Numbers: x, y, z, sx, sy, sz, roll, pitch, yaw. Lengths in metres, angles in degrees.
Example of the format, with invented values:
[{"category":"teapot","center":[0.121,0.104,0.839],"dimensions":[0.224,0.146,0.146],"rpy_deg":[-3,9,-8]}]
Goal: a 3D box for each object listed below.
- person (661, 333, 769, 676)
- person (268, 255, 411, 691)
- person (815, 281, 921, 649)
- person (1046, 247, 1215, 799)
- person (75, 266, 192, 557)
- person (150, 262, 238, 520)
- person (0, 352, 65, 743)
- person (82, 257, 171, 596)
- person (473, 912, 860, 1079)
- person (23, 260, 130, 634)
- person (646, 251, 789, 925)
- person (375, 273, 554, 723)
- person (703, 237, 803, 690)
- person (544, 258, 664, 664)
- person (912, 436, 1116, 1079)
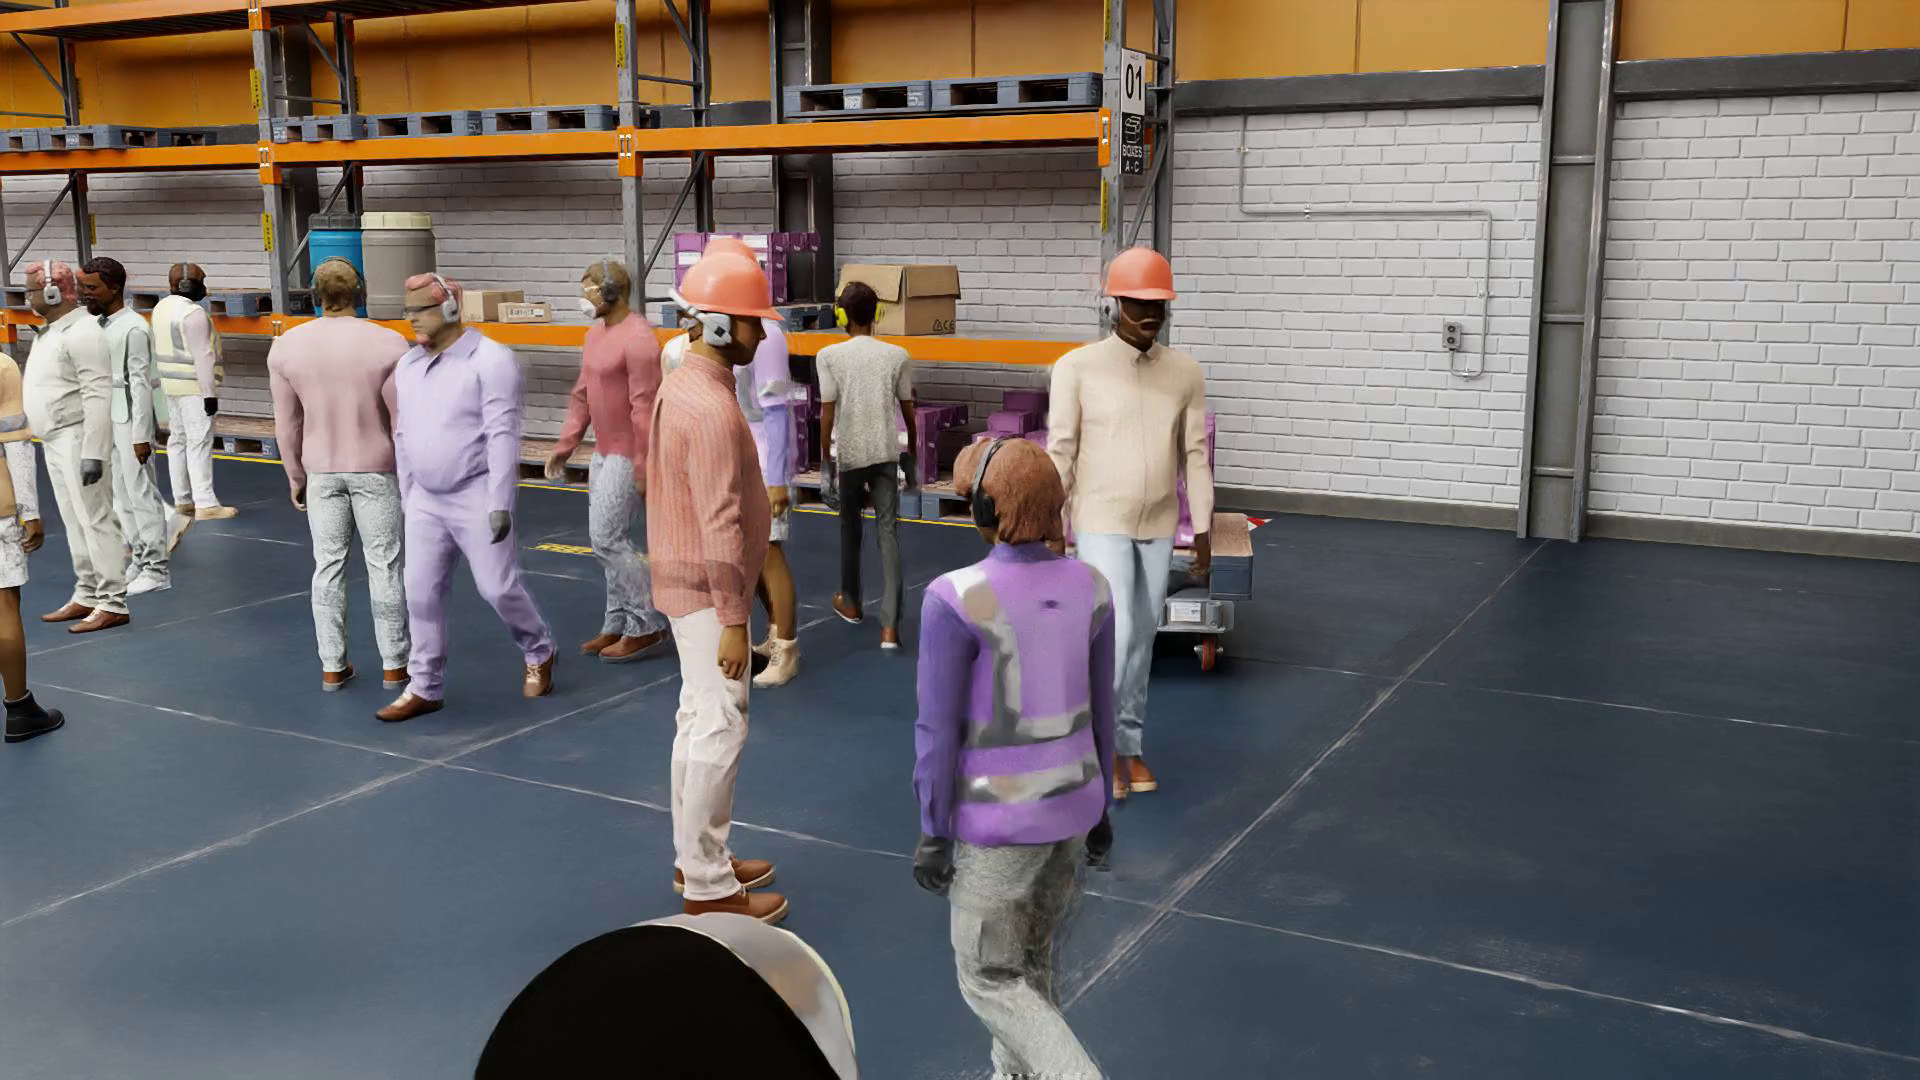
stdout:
[{"category":"person","center":[-1.084,-0.318,7.640],"dimensions":[0.550,1.925,0.384],"rpy_deg":[3,11,16]},{"category":"person","center":[-2.703,-0.282,7.410],"dimensions":[0.634,1.939,0.361],"rpy_deg":[-1,10,-4]},{"category":"person","center":[-0.455,-0.392,8.396],"dimensions":[0.554,1.801,1.036],"rpy_deg":[-3,11,-15]},{"category":"person","center":[0.640,-0.041,5.952],"dimensions":[0.643,1.979,0.518],"rpy_deg":[-5,11,-24]},{"category":"person","center":[-5.172,-0.771,10.280],"dimensions":[0.755,1.864,0.602],"rpy_deg":[2,10,10]},{"category":"person","center":[-5.523,-1.067,11.975],"dimensions":[0.626,1.840,0.430],"rpy_deg":[8,13,38]},{"category":"person","center":[-3.941,-0.142,6.636],"dimensions":[0.551,1.937,0.357],"rpy_deg":[-1,10,-3]},{"category":"person","center":[-4.738,-0.647,9.486],"dimensions":[0.397,1.912,0.591],"rpy_deg":[-10,14,-44]},{"category":"person","center":[-0.197,0.880,0.952],"dimensions":[0.374,1.966,0.608],"rpy_deg":[4,11,19]},{"category":"person","center":[-4.582,-0.476,8.563],"dimensions":[0.399,1.903,0.643],"rpy_deg":[-10,14,-43]},{"category":"person","center":[-0.706,0.156,4.885],"dimensions":[0.403,1.983,0.627],"rpy_deg":[-3,11,-18]},{"category":"person","center":[-2.126,-0.192,7.072],"dimensions":[0.665,1.877,0.778],"rpy_deg":[4,11,22]},{"category":"person","center":[-0.921,-0.335,7.493],"dimensions":[0.482,2.022,0.743],"rpy_deg":[-5,11,-25]},{"category":"person","center":[-1.684,-0.372,7.947],"dimensions":[0.533,1.924,0.635],"rpy_deg":[-6,12,-30]},{"category":"person","center":[0.188,0.598,3.444],"dimensions":[0.514,1.614,0.640],"rpy_deg":[-9,14,-42]}]
